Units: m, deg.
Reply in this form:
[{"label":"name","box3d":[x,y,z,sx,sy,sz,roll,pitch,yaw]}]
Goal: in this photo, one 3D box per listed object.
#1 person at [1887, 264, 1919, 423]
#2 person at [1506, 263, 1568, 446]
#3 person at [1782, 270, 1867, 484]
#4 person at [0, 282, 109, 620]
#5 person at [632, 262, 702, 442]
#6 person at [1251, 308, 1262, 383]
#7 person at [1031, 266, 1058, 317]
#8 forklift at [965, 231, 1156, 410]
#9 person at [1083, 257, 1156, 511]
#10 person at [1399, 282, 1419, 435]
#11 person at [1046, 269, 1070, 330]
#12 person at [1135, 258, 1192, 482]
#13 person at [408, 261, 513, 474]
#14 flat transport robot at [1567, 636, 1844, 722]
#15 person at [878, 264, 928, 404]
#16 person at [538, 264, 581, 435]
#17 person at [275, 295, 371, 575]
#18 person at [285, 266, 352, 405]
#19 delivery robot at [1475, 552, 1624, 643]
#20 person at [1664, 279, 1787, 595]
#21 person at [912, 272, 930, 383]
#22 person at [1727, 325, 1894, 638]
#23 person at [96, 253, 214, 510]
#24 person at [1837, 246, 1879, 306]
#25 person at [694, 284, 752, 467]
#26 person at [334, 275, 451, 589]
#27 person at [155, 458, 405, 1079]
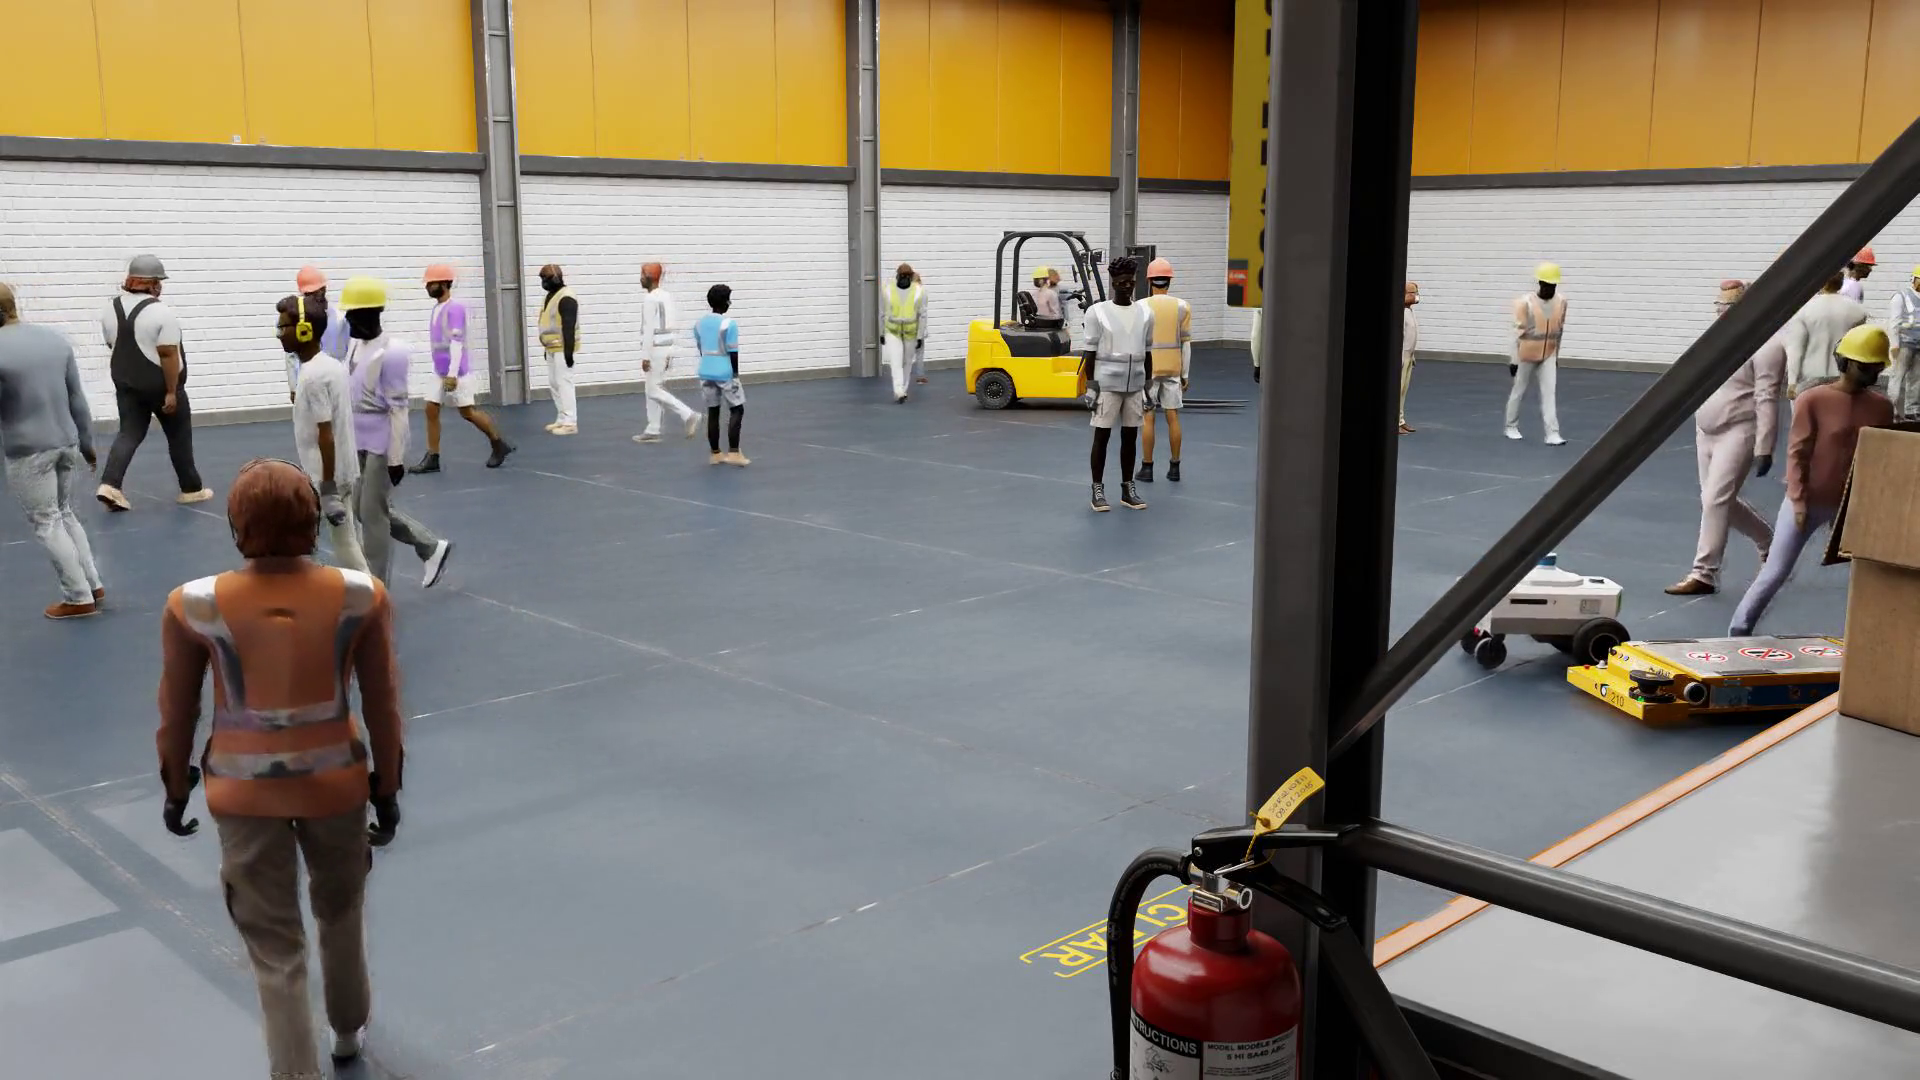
[{"label":"person","box3d":[10.858,-2.235,18.922,0.587,1.826,0.404,-2,11,-11]},{"label":"person","box3d":[5.931,-1.914,17.127,0.606,1.851,0.961,-2,11,-10]},{"label":"person","box3d":[7.242,-1.346,13.869,0.638,1.914,0.852,0,10,1]},{"label":"person","box3d":[-5.069,-0.473,9.124,0.522,1.893,0.664,3,11,15]},{"label":"person","box3d":[-3.030,-1.907,17.011,0.682,1.867,0.581,1,10,5]},{"label":"person","box3d":[2.900,-1.564,14.799,0.625,1.990,0.395,7,13,34]},{"label":"person","box3d":[1.128,-2.852,22.576,0.918,1.720,0.542,-7,13,-34]},{"label":"forklift","box3d":[1.222,-2.721,20.561,2.313,2.155,1.214,2,11,13]},{"label":"person","box3d":[1.244,-1.207,12.929,0.603,1.966,0.368,-4,11,-20]},{"label":"person","box3d":[4.799,-1.961,17.943,0.286,1.636,0.500,6,12,29]},{"label":"person","box3d":[1.430,-3.411,25.921,0.821,1.594,0.529,-9,13,-39]},{"label":"person","box3d":[1.720,-1.468,14.437,0.550,1.933,0.374,-2,11,-9]},{"label":"person","box3d":[-4.543,-1.561,15.035,0.912,1.908,0.545,-10,14,-43]},{"label":"flat transport robot","box3d":[3.610,0.618,7.605,1.431,0.197,0.652,-2,10,-9]},{"label":"person","box3d":[-0.733,-2.620,21.204,0.634,1.770,0.983,-1,10,-4]},{"label":"person","box3d":[-4.291,-2.043,17.884,0.432,1.822,0.649,-7,12,-33]},{"label":"person","box3d":[-3.223,-0.273,8.196,0.777,1.841,0.529,-1,10,-8]},{"label":"person","box3d":[-5.269,-1.323,13.796,0.582,1.871,1.018,-4,11,-20]},{"label":"delivery robot","box3d":[2.898,0.302,8.278,0.707,0.478,0.477,1,10,1]},{"label":"person","box3d":[4.646,-0.608,9.915,0.816,1.882,0.652,-2,11,-8]},{"label":"person","box3d":[-0.697,-3.032,23.847,0.519,1.619,0.642,6,12,29]},{"label":"person","box3d":[4.193,-0.174,8.003,0.736,1.718,0.498,-1,10,-6]},{"label":"person","box3d":[-6.371,-1.254,12.983,0.679,2.000,0.970,3,11,15]},{"label":"person","box3d":[9.522,-2.140,17.892,0.650,2.007,0.618,1,10,5]},{"label":"person","box3d":[-2.207,-1.502,15.297,0.553,1.695,0.353,7,13,34]},{"label":"person","box3d":[-3.298,-0.558,9.532,0.678,1.909,0.609,-9,14,-40]},{"label":"person","box3d":[-1.641,0.604,4.022,0.530,1.609,0.760,-6,12,-29]}]
